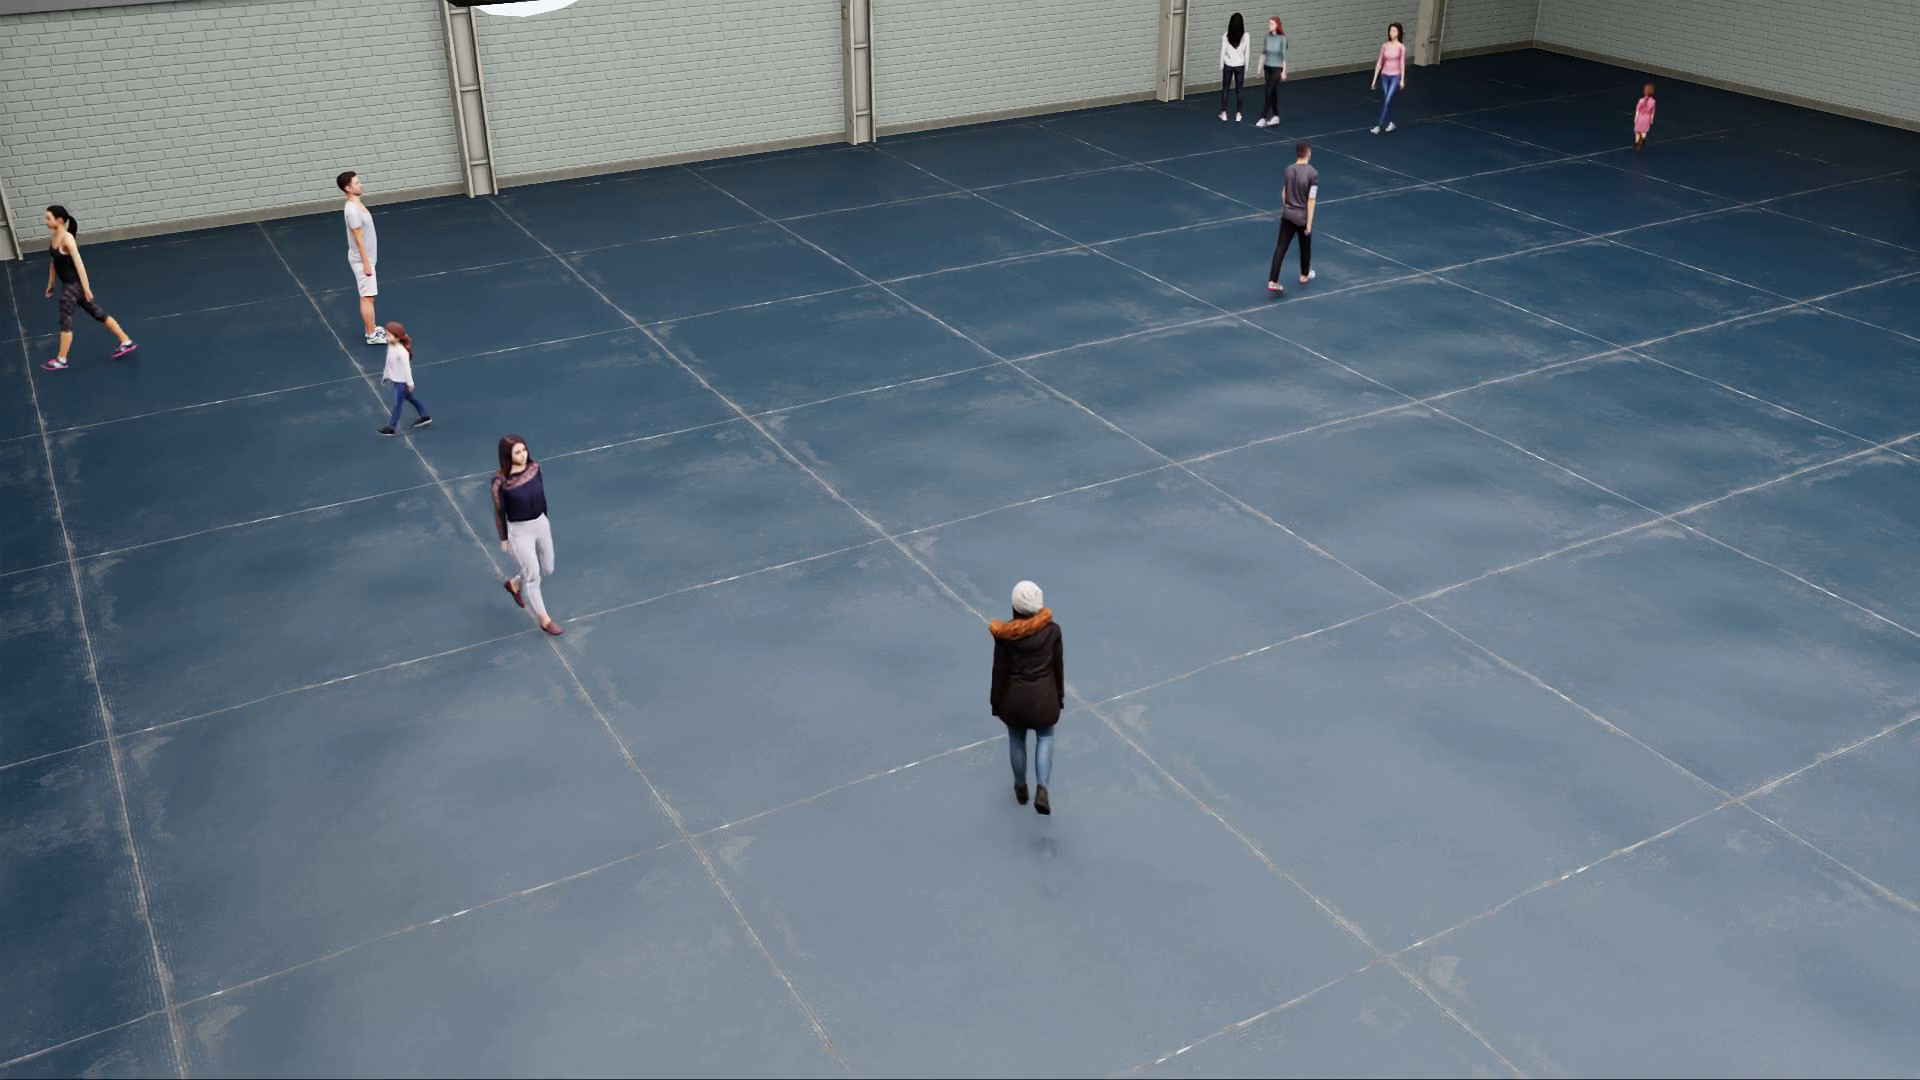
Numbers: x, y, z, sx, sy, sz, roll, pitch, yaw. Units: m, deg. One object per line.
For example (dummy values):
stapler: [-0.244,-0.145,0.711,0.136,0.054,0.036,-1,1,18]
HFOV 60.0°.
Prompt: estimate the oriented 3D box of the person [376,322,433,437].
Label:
person: [-5.257,-1.547,15.780,0.811,1.083,0.512,-20,33,-33]

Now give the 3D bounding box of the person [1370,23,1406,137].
person: [6.814,-7.245,26.171,0.845,1.702,1.188,23,35,37]

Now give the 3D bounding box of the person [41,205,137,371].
person: [-9.063,-2.625,17.226,1.203,1.676,0.719,-22,34,-36]

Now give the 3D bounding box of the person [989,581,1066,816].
person: [0.441,1.002,10.234,0.868,1.629,0.887,-2,27,-3]

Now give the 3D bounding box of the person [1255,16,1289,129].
person: [5.067,-7.490,26.630,0.948,1.718,0.706,-23,35,-38]

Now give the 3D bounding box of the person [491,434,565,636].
person: [-3.240,-0.056,12.322,0.879,1.598,0.897,17,32,30]

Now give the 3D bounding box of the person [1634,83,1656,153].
person: [10.412,-6.421,25.320,0.655,1.015,0.733,9,29,16]

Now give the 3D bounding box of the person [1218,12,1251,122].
person: [4.459,-7.701,27.064,0.690,1.695,0.778,3,27,5]

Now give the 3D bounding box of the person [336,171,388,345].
person: [-6.405,-3.032,17.820,0.645,1.856,0.725,-9,28,-16]

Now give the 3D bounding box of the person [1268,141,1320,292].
person: [3.836,-3.680,19.230,0.930,1.718,1.268,21,34,35]
